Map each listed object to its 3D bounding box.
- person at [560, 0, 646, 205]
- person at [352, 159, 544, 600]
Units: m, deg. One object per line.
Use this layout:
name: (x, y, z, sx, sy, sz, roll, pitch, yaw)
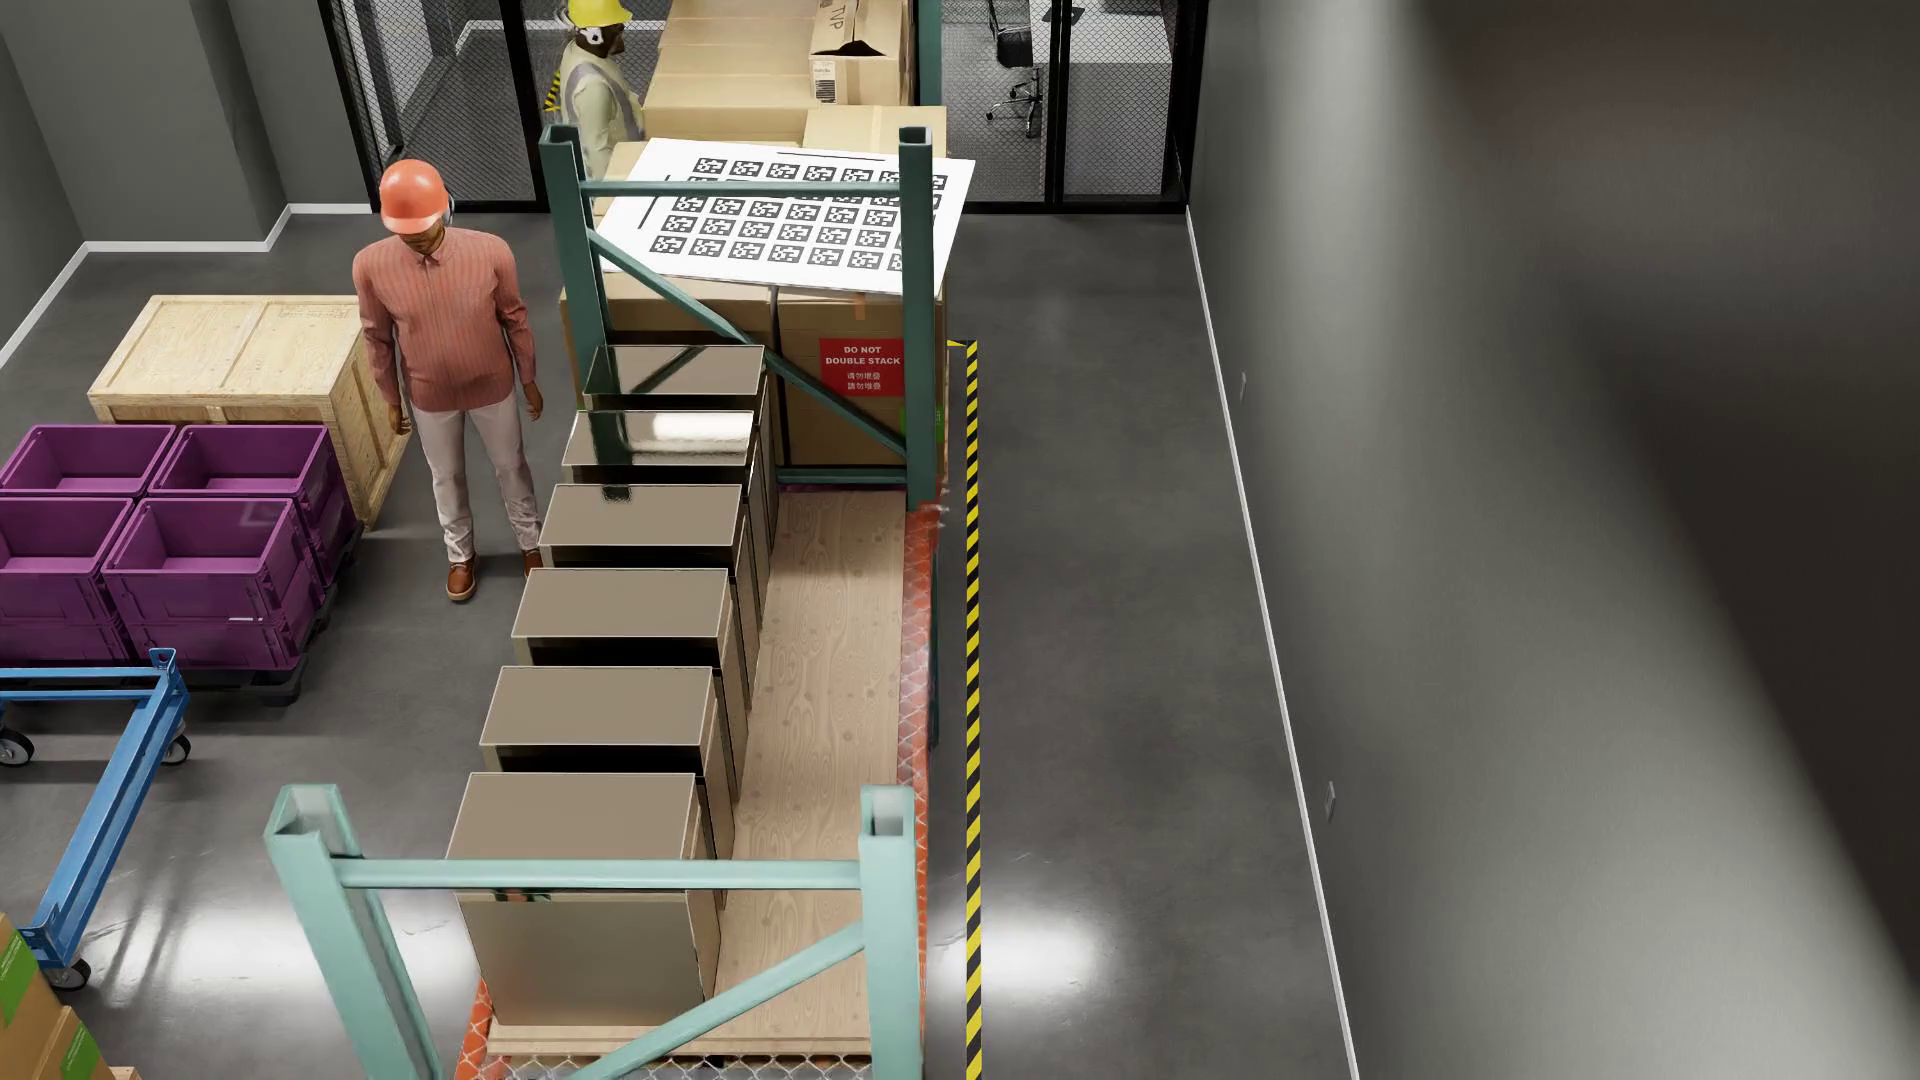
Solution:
person: (-1.633, -1.813, 8.045, 0.497, 1.818, 0.618, -10, 42, -12)
person: (-1.962, -0.598, 6.530, 0.623, 1.989, 0.398, -9, 42, -11)
